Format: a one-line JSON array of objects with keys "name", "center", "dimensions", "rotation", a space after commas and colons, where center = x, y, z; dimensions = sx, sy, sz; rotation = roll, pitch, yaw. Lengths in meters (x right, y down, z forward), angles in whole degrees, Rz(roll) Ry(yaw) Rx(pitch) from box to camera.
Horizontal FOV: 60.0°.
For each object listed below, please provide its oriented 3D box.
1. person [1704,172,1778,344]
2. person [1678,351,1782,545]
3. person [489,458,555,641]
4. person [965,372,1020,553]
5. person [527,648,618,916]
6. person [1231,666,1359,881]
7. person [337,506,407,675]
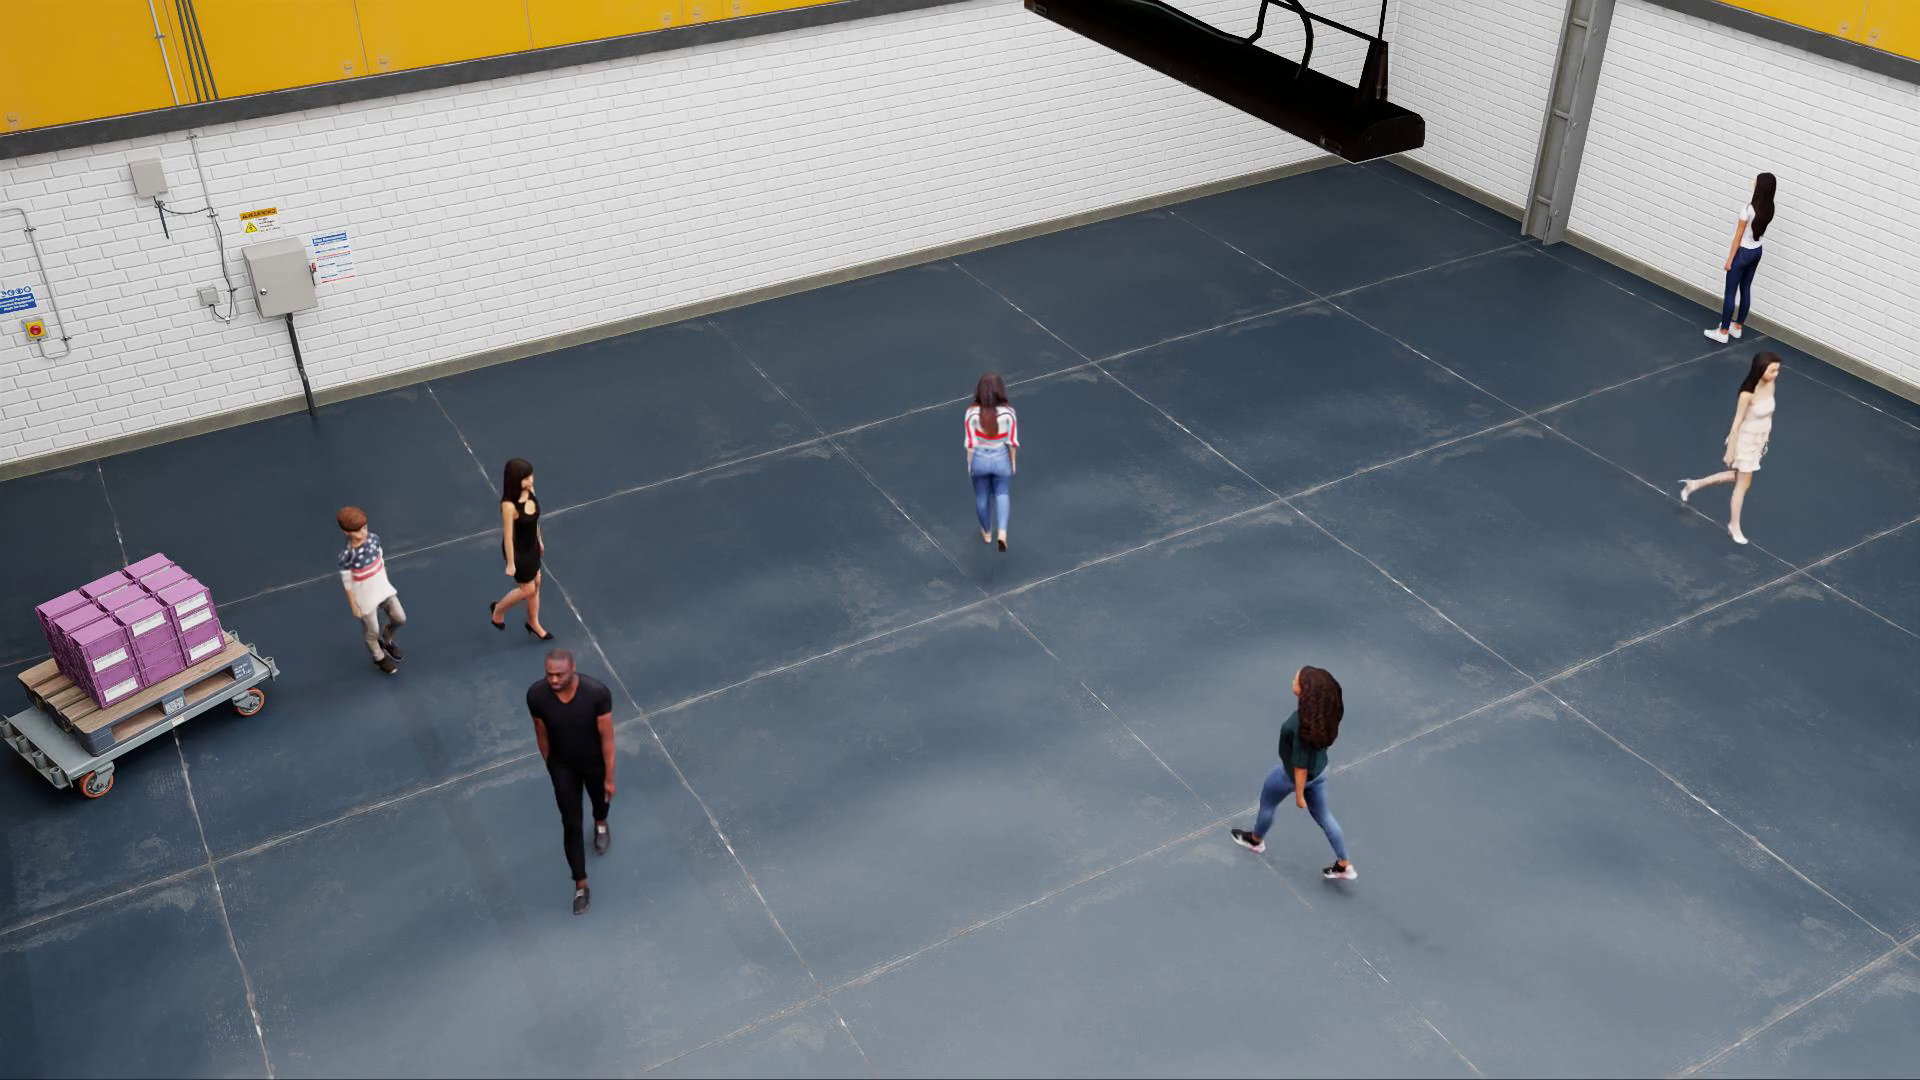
[{"name": "person", "center": [7.939, -2.848, 16.780], "dimensions": [0.575, 1.774, 0.492], "rotation": [-17, 37, -24]}, {"name": "person", "center": [6.438, -0.810, 13.768], "dimensions": [0.645, 1.714, 0.977], "rotation": [-22, 39, -29]}, {"name": "person", "center": [-3.357, 0.077, 12.506], "dimensions": [0.890, 1.633, 0.831], "rotation": [9, 35, 14]}, {"name": "person", "center": [0.251, -0.594, 13.546], "dimensions": [0.821, 1.600, 0.959], "rotation": [-1, 34, -1]}, {"name": "person", "center": [-2.359, 1.356, 10.460], "dimensions": [0.977, 1.768, 1.265], "rotation": [-4, 34, -6]}, {"name": "person", "center": [2.229, 1.490, 10.428], "dimensions": [1.169, 1.580, 0.825], "rotation": [26, 42, 34]}, {"name": "person", "center": [-4.398, 0.347, 12.285], "dimensions": [0.661, 1.429, 0.631], "rotation": [19, 38, 27]}]
